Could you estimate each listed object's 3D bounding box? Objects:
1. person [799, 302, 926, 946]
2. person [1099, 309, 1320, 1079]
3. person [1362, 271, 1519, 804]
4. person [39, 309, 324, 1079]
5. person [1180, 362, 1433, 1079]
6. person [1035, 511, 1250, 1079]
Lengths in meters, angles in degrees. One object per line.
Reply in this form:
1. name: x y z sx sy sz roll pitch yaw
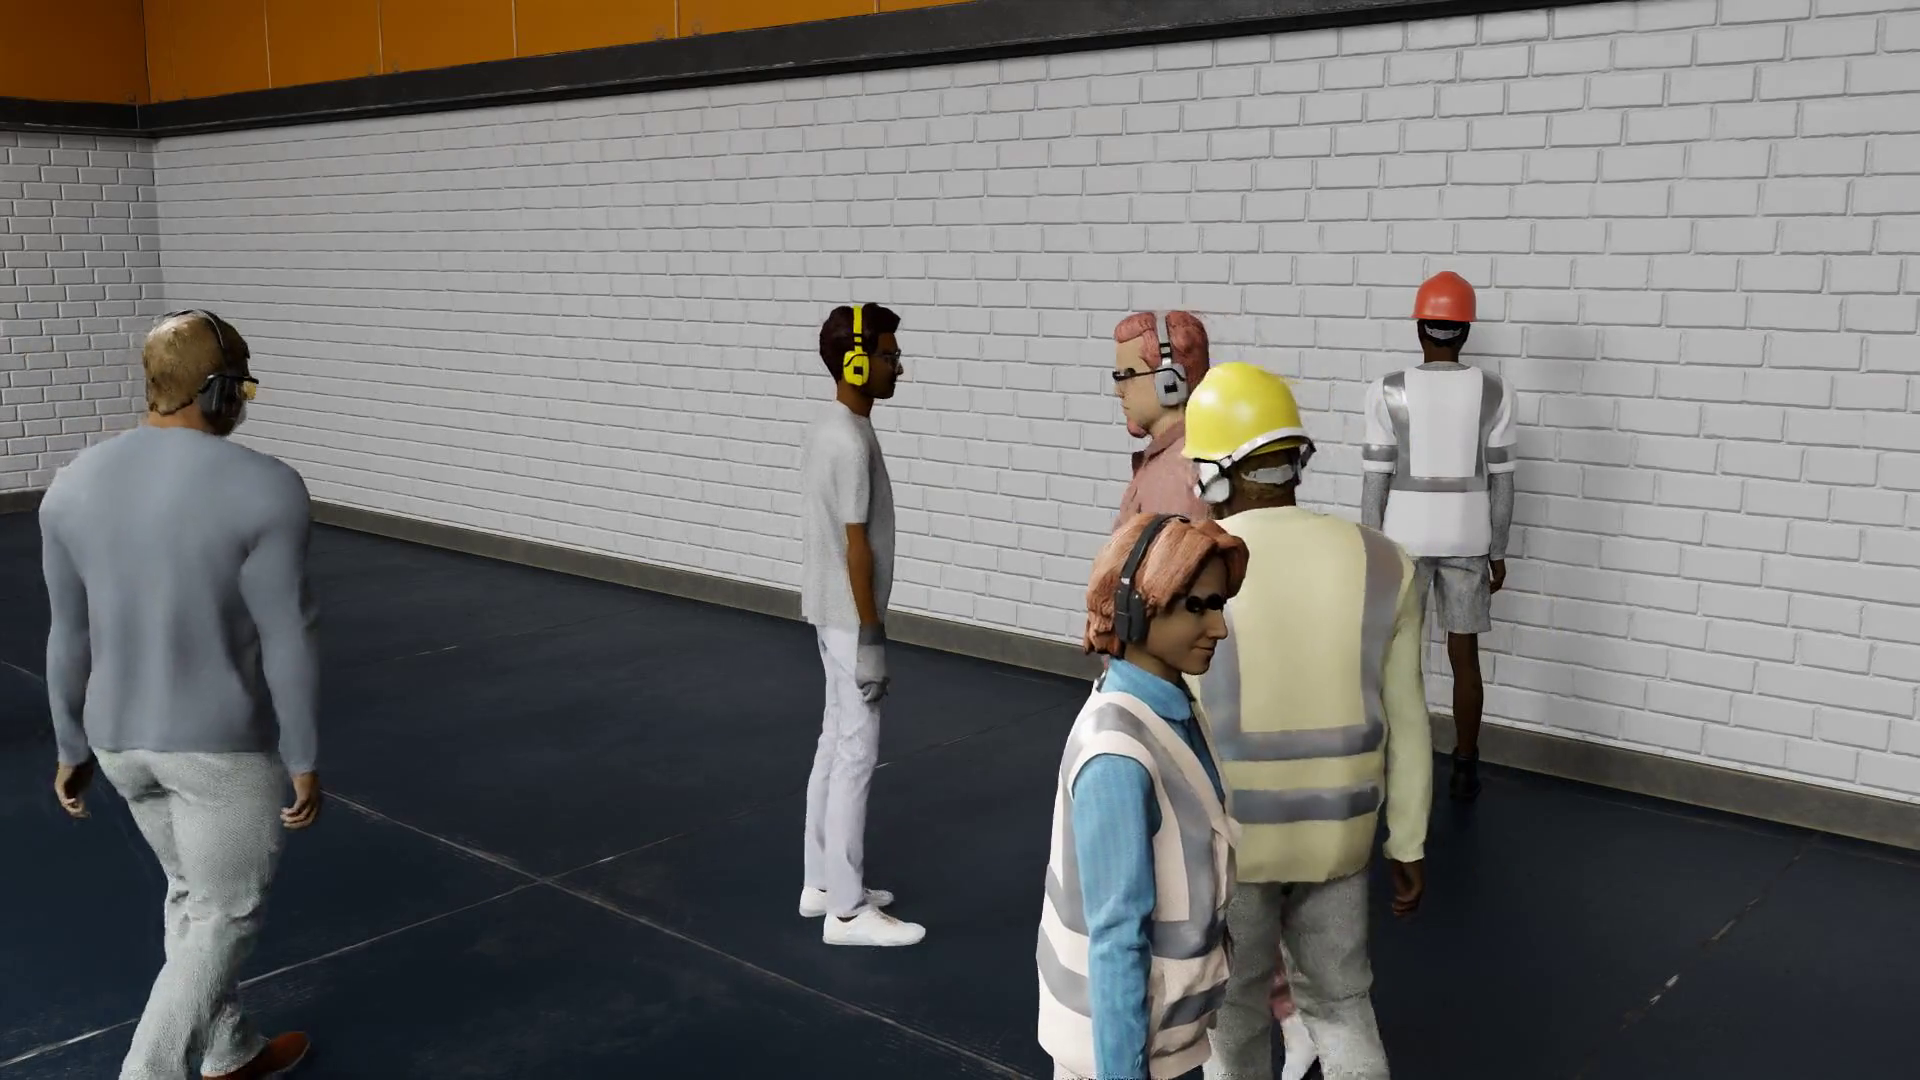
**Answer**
1. person: -0.304 0.248 4.867 0.316 1.868 0.532 -3 10 -15
2. person: 0.603 0.404 3.923 0.608 1.881 0.672 3 10 18
3. person: 1.726 0.002 6.063 0.543 1.939 0.360 1 10 8
4. person: -1.720 0.459 3.597 0.664 1.904 0.854 2 10 12
5. person: 0.603 0.572 3.204 0.614 1.808 0.570 -2 10 -13
6. person: 0.271 0.767 2.565 0.315 1.636 0.515 2 10 13
